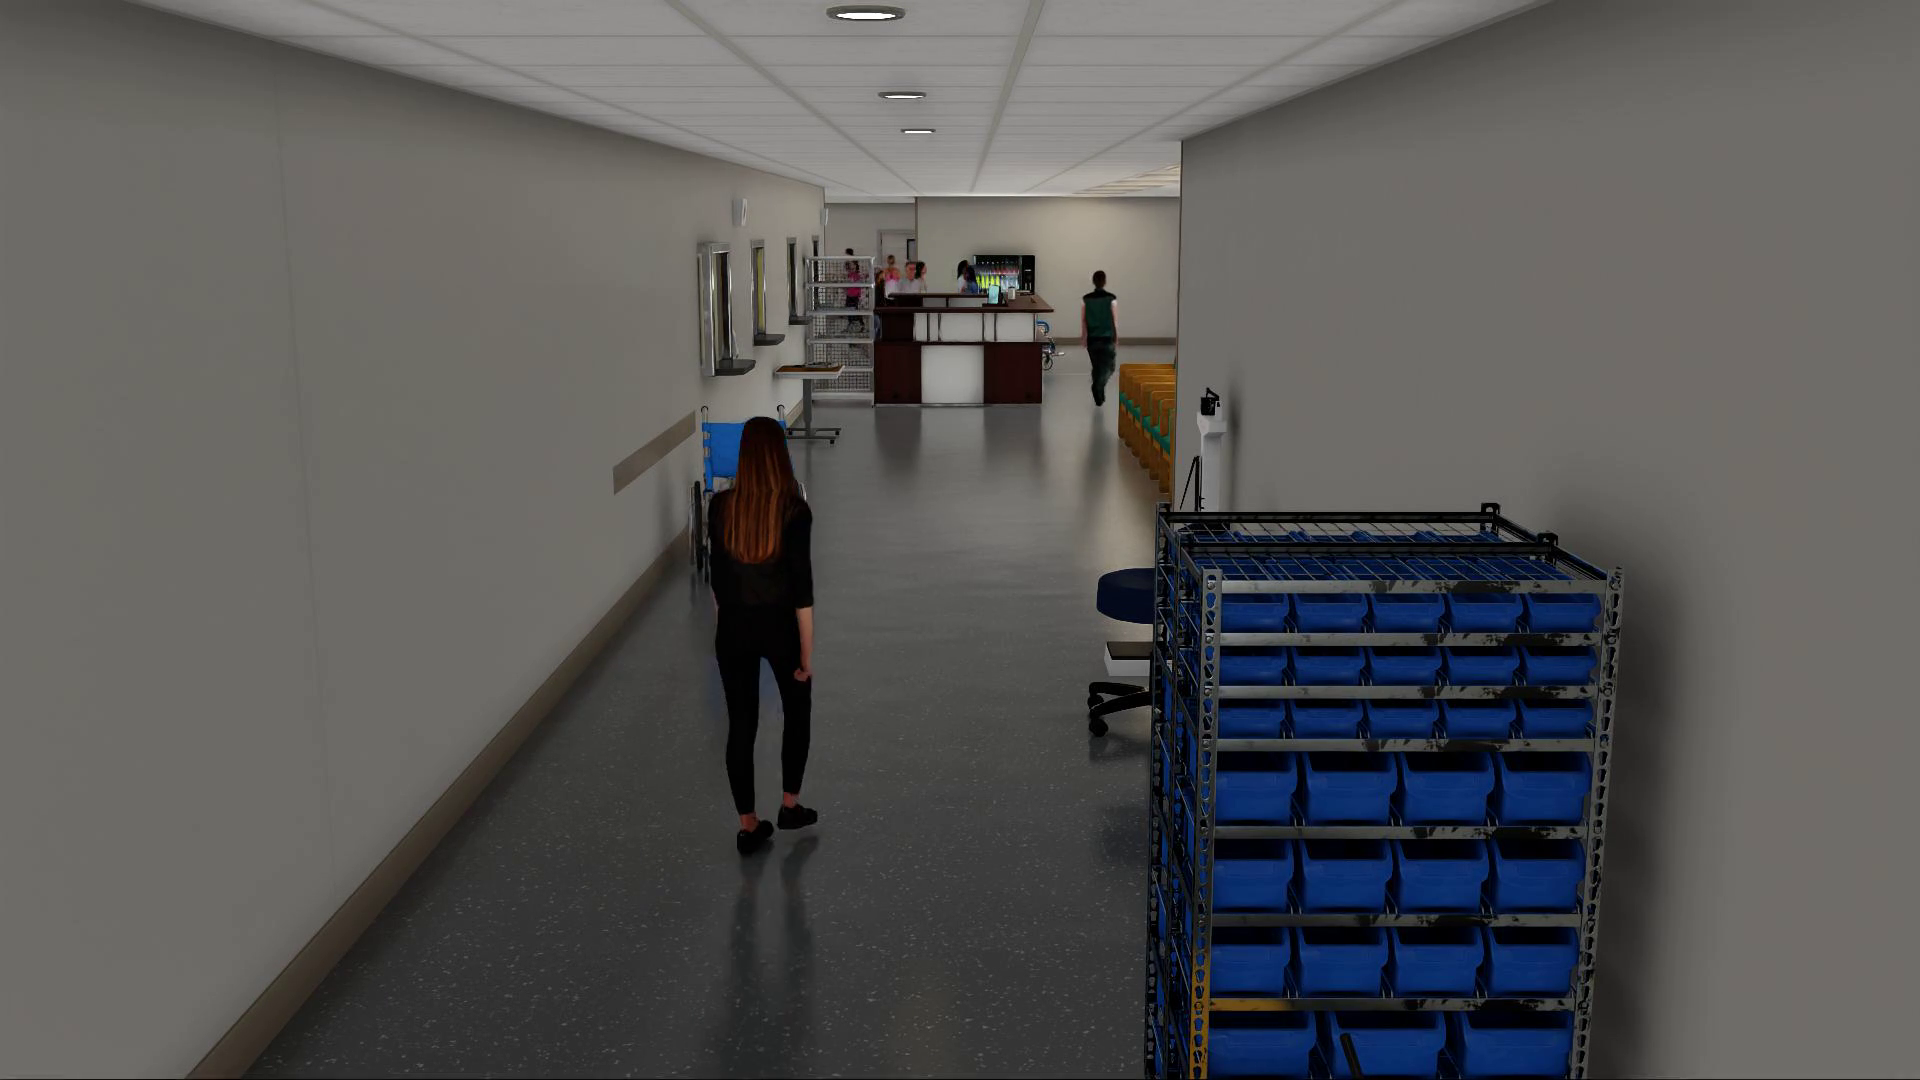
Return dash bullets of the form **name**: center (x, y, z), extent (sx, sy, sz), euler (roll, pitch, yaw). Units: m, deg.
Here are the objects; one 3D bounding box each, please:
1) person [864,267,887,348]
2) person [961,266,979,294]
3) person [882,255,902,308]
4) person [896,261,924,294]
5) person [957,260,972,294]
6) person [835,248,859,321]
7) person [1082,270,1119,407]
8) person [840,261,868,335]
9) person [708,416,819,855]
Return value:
- **person**: center (-1.688, -4.528, 32.559), extent (0.911, 1.623, 0.817), euler (6, 12, 29)
- **person**: center (0.275, -4.010, 29.648), extent (0.971, 1.691, 0.855), euler (-4, 12, -22)
- **person**: center (-1.497, -5.295, 36.202), extent (0.615, 1.772, 0.681), euler (1, 11, 5)
- **person**: center (-0.903, -3.940, 28.950), extent (0.849, 1.814, 0.858), euler (-3, 11, -15)
- **person**: center (0.080, -4.102, 29.799), extent (0.844, 1.815, 0.809), euler (-4, 11, -21)
- **person**: center (-2.746, -6.507, 42.481), extent (1.200, 1.812, 1.011), euler (5, 12, 23)
- **person**: center (1.874, -2.670, 22.234), extent (1.043, 1.823, 0.948), euler (4, 11, 21)
- **person**: center (-2.318, -5.337, 36.737), extent (1.113, 1.655, 1.135), euler (9, 14, 41)
- **person**: center (-0.816, 0.392, 6.430), extent (0.613, 1.698, 0.725), euler (2, 11, 10)
